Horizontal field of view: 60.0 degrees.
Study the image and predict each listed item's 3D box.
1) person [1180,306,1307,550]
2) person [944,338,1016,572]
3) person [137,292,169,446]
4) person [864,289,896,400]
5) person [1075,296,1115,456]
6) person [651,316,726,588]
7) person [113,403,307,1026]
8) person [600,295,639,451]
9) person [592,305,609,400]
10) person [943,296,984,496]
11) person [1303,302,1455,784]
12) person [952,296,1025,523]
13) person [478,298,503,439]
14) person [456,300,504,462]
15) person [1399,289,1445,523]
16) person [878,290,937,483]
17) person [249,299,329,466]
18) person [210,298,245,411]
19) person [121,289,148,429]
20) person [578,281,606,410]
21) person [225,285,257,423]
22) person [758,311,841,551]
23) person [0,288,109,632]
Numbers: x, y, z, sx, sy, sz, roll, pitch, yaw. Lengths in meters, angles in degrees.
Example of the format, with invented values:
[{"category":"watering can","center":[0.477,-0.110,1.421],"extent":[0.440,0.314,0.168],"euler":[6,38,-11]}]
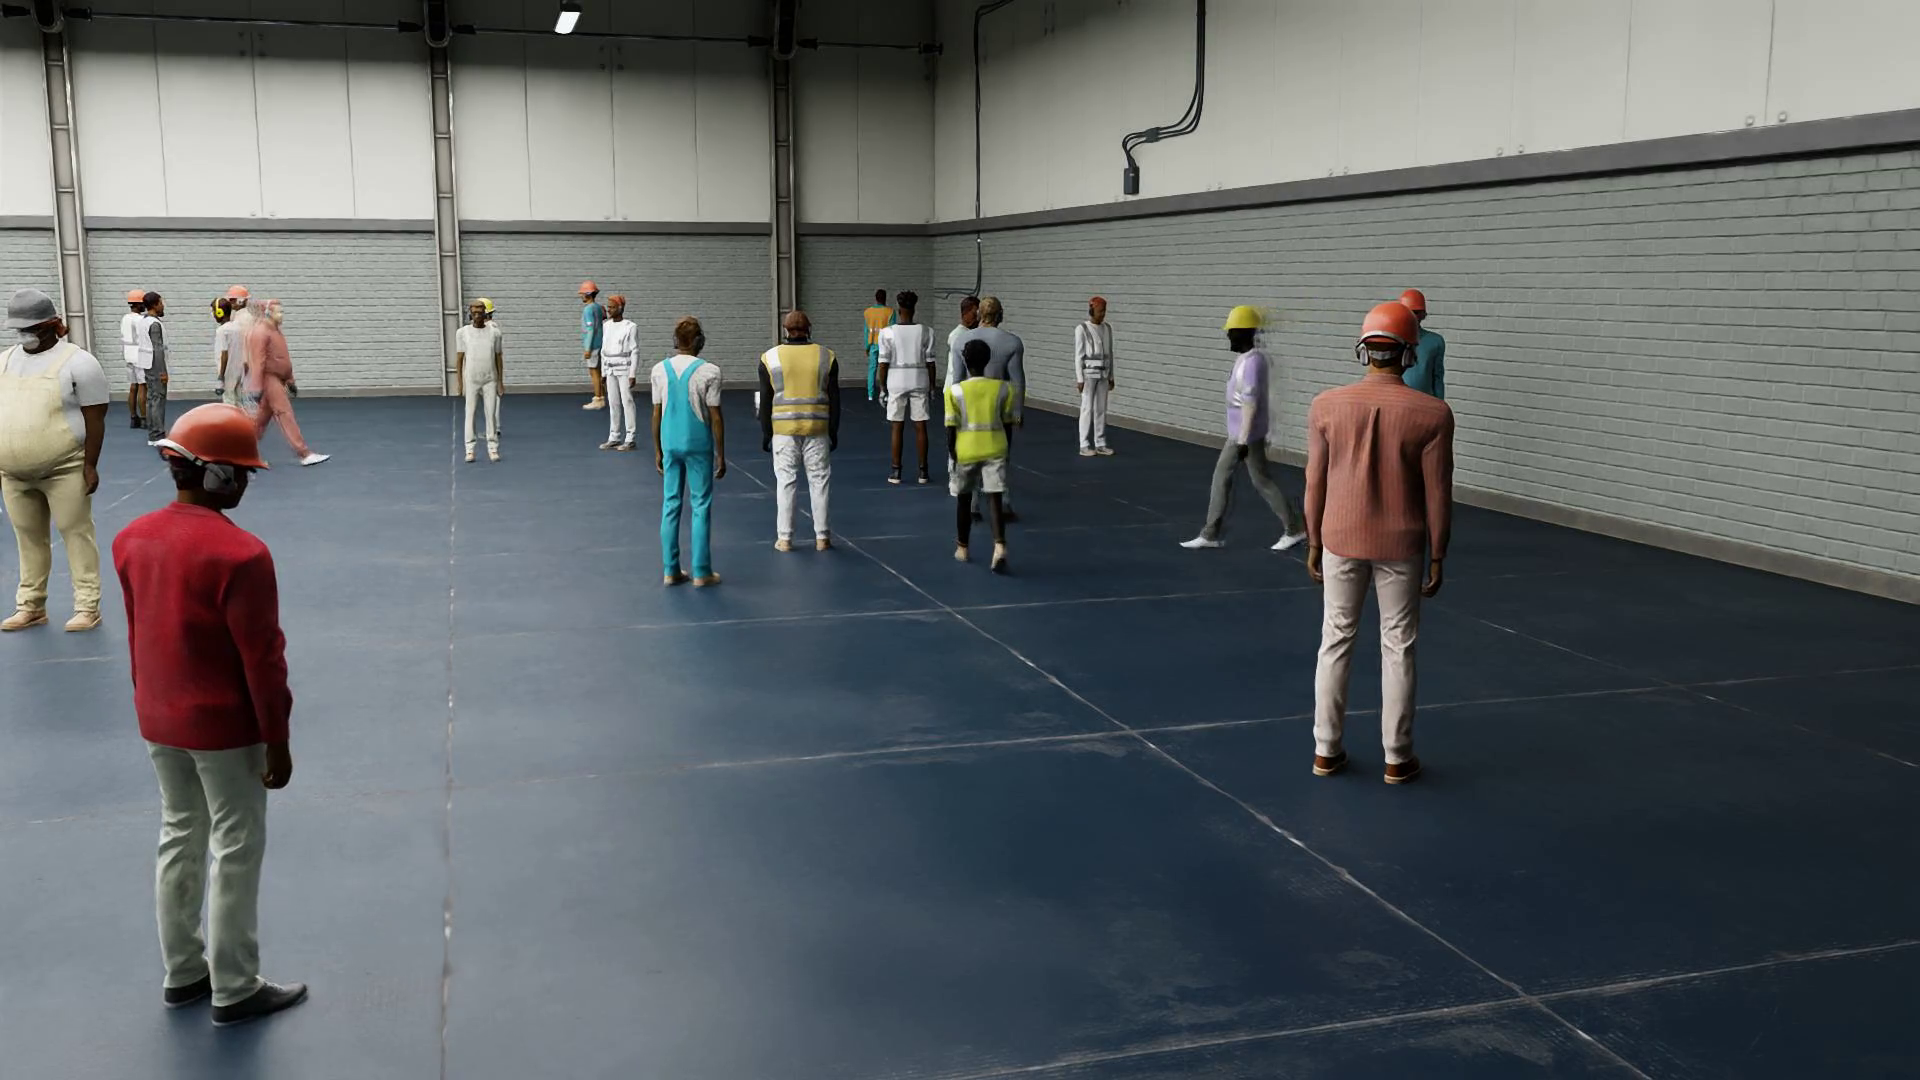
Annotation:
[{"category":"person","center":[2.230,-0.845,12.705],"extent":[0.960,1.887,0.599],"euler":[0,9,-1]},{"category":"person","center":[0.153,-0.614,11.926],"extent":[0.531,1.662,0.840],"euler":[-1,9,-7]},{"category":"person","center":[-10.042,-2.128,20.763],"extent":[0.392,1.922,0.591],"euler":[-7,12,-39]},{"category":"person","center":[-1.379,-3.353,28.635],"extent":[0.586,1.910,0.395],"euler":[3,9,20]},{"category":"person","center":[1.597,-1.926,19.623],"extent":[0.581,1.879,0.367],"euler":[-7,12,-39]},{"category":"person","center":[-1.821,-0.586,11.213],"extent":[0.512,1.835,0.359],"euler":[2,9,15]},{"category":"person","center":[-2.076,0.487,4.664],"extent":[0.578,1.737,0.355],"euler":[5,10,27]},{"category":"person","center":[-4.145,-2.022,20.207],"extent":[0.573,1.883,0.355],"euler":[6,11,34]},{"category":"person","center":[-6.177,-3.226,28.686],"extent":[0.497,1.633,0.283],"euler":[-7,11,-39]},{"category":"person","center":[0.048,-1.374,15.980],"extent":[0.391,1.914,0.587],"euler":[2,9,14]},{"category":"person","center":[1.724,0.018,6.881],"extent":[0.612,1.988,0.396],"euler":[4,10,25]},{"category":"person","center":[0.249,-1.103,14.169],"extent":[0.636,1.938,0.358],"euler":[2,9,15]},{"category":"person","center":[-6.192,-2.245,21.783],"extent":[0.403,1.835,0.586],"euler":[-2,9,-14]},{"category":"person","center":[-5.458,-1.805,18.942],"extent":[0.508,1.844,0.332],"euler":[-4,10,-22]},{"category":"person","center":[3.817,-1.133,14.177],"extent":[0.622,1.994,0.381],"euler":[0,9,2]},{"category":"person","center":[-0.532,-1.555,16.963],"extent":[0.602,1.966,0.368],"euler":[-1,9,-7]},{"category":"person","center":[-7.577,-1.733,18.452],"extent":[0.989,1.851,0.668],"euler":[-1,9,-8]},{"category":"person","center":[-8.507,-1.875,19.336],"extent":[0.329,1.865,0.516],"euler":[0,9,1]},{"category":"person","center":[-11.401,-2.506,23.121],"extent":[0.545,1.939,0.373],"euler":[7,11,37]},{"category":"person","center":[-5.887,-3.099,26.571],"extent":[0.397,2.043,0.609],"euler":[1,9,5]},{"category":"person","center":[-9.605,-2.404,22.289],"extent":[0.375,1.995,0.610],"euler":[-5,10,-31]},{"category":"person","center":[-1.225,-0.826,12.722],"extent":[0.625,1.841,0.429],"euler":[-2,9,-10]},{"category":"person","center":[-5.402,-0.468,9.792],"extent":[0.678,2.000,0.537],"euler":[1,9,5]}]
